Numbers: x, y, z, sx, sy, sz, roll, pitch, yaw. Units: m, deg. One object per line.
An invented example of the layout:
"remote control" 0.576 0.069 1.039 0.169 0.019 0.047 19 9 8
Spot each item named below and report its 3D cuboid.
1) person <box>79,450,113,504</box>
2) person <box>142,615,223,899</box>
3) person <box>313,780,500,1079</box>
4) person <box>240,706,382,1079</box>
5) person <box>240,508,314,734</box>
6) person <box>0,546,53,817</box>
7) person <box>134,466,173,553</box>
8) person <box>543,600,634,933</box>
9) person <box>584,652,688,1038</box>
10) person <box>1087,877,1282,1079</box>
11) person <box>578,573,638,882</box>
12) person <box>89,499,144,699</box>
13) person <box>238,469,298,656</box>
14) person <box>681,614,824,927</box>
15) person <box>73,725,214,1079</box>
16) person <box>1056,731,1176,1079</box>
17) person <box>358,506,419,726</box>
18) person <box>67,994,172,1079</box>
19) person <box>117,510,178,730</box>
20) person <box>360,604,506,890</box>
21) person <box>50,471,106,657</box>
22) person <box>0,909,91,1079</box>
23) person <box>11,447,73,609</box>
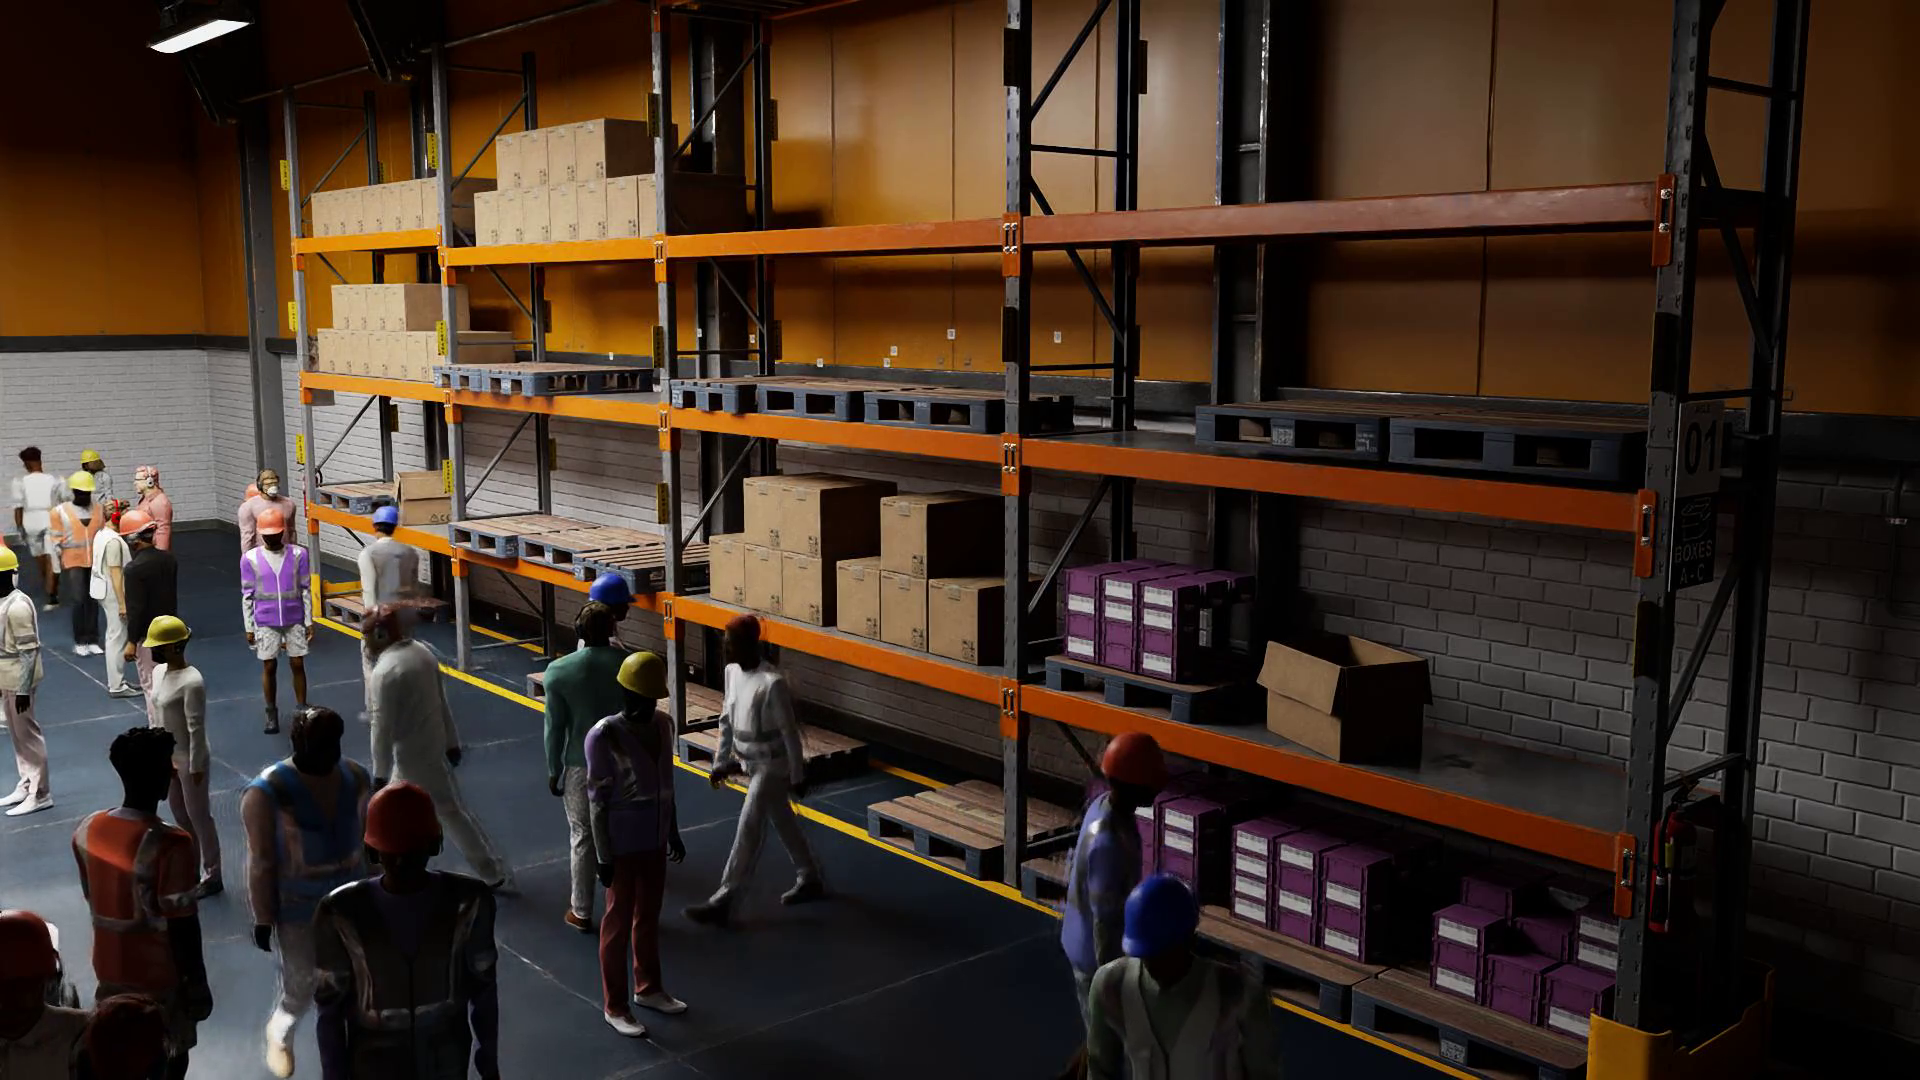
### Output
"person" -11.218 -0.315 21.613 0.490 1.730 0.324 3 9 18
"person" -4.768 1.321 10.152 0.518 1.757 0.338 7 11 40
"person" -1.878 1.816 5.711 0.605 2.045 0.387 -4 9 -24
"person" -2.951 1.648 7.632 0.493 1.822 0.644 7 11 39
"person" -5.750 0.681 14.038 0.549 1.924 0.388 -4 9 -26
"person" -6.740 0.994 11.825 0.385 1.925 0.591 -7 11 -40
"person" -8.571 0.168 17.642 0.407 1.908 0.641 -7 11 -40
"person" -2.091 1.306 9.663 0.629 1.930 0.359 -4 9 -24
"person" -1.605 1.498 8.358 0.380 1.917 0.586 5 10 31
"person" 0.756 1.943 5.473 0.645 1.872 1.024 4 9 27
"person" -2.216 1.173 10.514 0.401 1.945 0.614 -4 9 -25
"person" -7.786 0.540 15.308 0.397 1.836 0.562 -5 10 -33
"person" -7.066 0.231 17.090 0.357 1.938 0.637 5 10 33
"person" -1.206 1.334 9.821 0.994 1.827 0.578 -6 10 -34
"person" -3.271 1.714 6.719 0.604 1.959 0.370 4 9 25
"person" 0.633 1.707 6.960 0.529 1.909 0.600 2 8 12
"person" -4.873 0.665 14.231 0.762 1.892 0.610 6 10 37
"person" -2.144 2.105 4.326 0.597 1.877 0.372 -7 11 -40
"person" -6.504 0.746 13.353 0.393 1.986 0.609 1 8 6
"person" -3.300 1.294 10.149 1.071 1.827 0.648 0 8 -1
"person" -8.914 0.251 17.027 0.544 1.910 0.614 7 11 39
"person" -2.623 1.991 4.710 0.620 1.985 0.408 -3 9 -22
"person" -10.950 -0.158 19.925 0.657 1.899 0.998 -3 9 -22
